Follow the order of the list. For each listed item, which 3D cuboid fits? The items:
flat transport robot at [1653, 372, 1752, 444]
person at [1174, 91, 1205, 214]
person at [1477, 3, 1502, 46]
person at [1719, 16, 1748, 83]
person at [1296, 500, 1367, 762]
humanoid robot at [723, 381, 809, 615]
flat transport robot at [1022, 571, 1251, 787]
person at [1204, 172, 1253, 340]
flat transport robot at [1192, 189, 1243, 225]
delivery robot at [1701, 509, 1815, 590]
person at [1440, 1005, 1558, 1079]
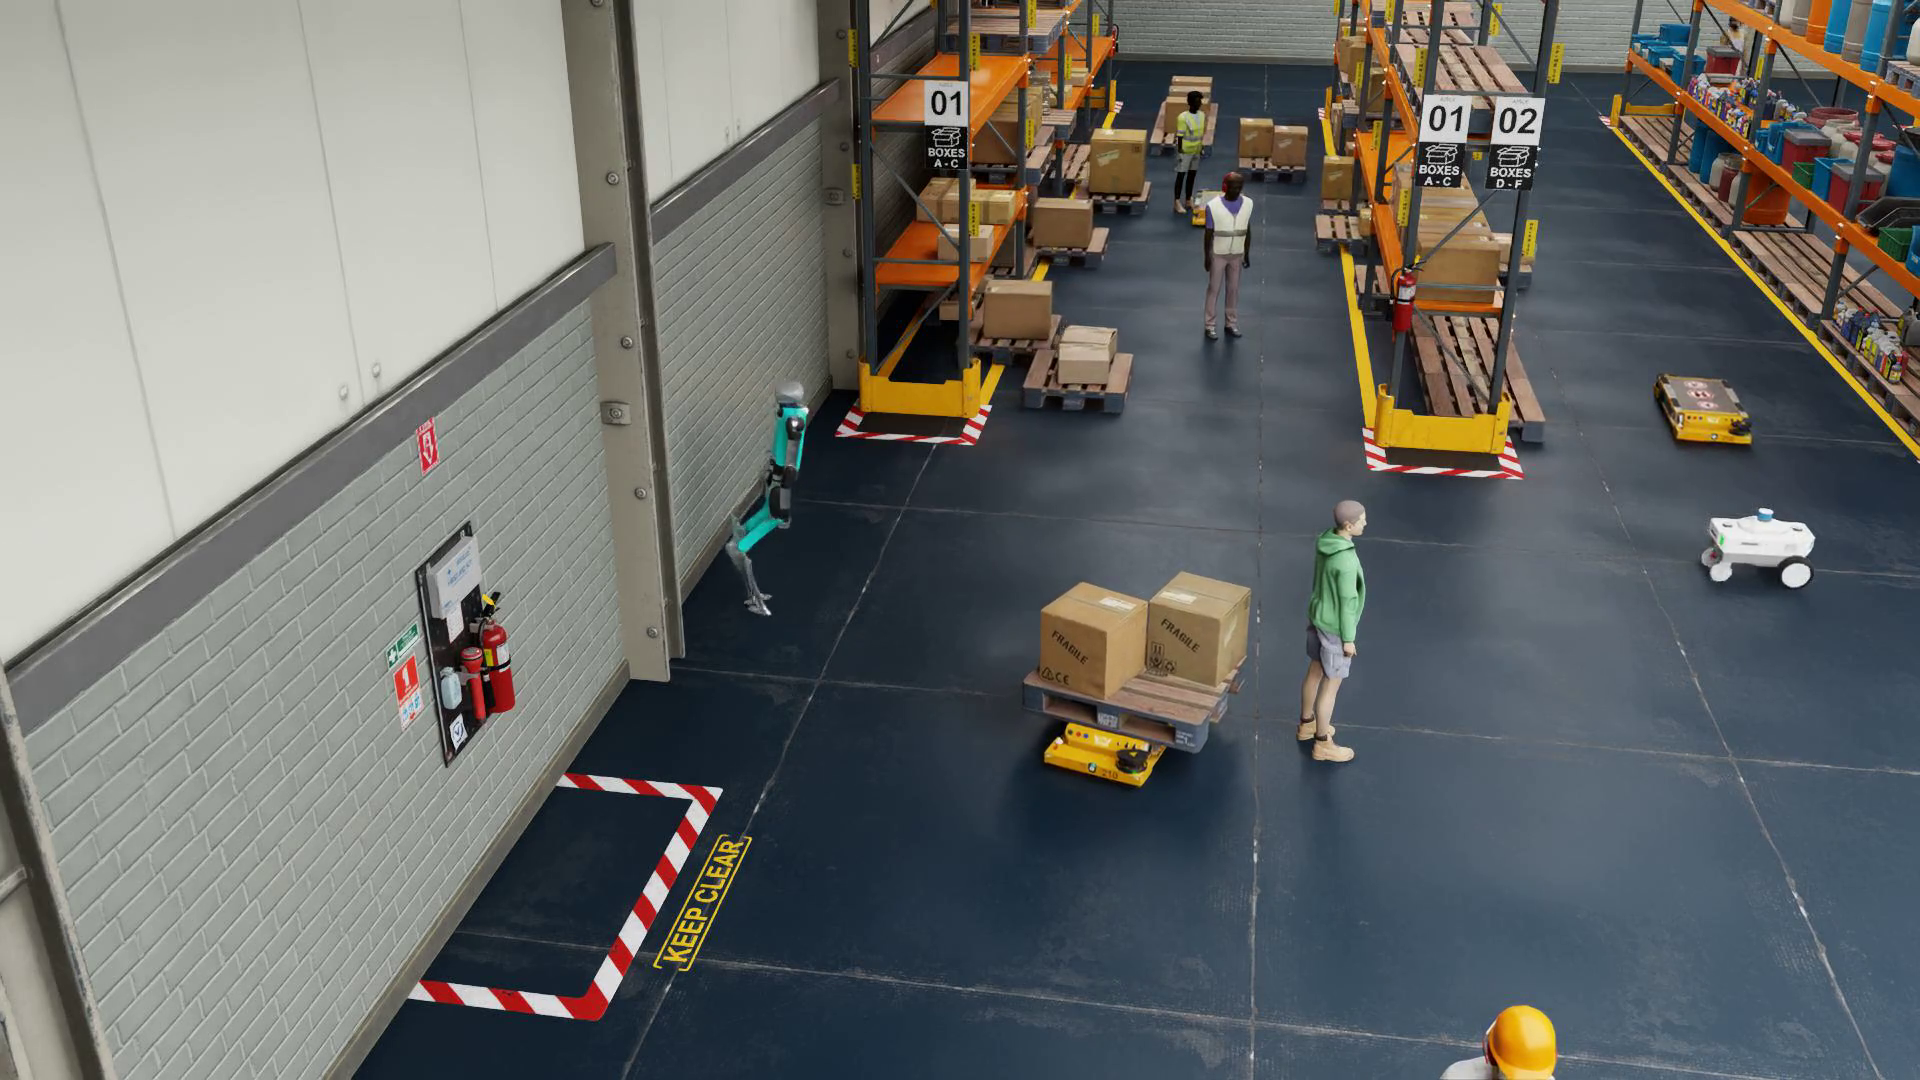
[{"bbox_3d":[7.172,-1.280,16.098,0.659,0.231,1.431,5,26,11],"label":"flat transport robot"},{"bbox_3d":[3.227,-5.445,23.328,0.529,1.691,0.321,-20,31,-36],"label":"person"},{"bbox_3d":[9.842,-9.277,31.499,0.791,1.718,0.556,4,25,9],"label":"person"},{"bbox_3d":[13.630,-8.386,29.468,0.620,1.830,0.378,-1,25,-2],"label":"person"},{"bbox_3d":[2.332,0.555,10.428,0.326,1.742,0.484,-4,25,-9],"label":"person"},{"bbox_3d":[-1.490,-0.294,12.243,0.809,1.754,0.537,-5,26,-11],"label":"humanoid robot"},{"bbox_3d":[1.133,1.127,10.946,0.659,0.231,1.431,12,27,23],"label":"flat transport robot"},{"bbox_3d":[2.905,-3.112,18.172,0.557,1.836,0.394,-8,26,-17],"label":"person"},{"bbox_3d":[3.621,-4.647,23.303,0.659,0.231,1.431,4,25,9],"label":"flat transport robot"},{"bbox_3d":[6.222,0.055,12.920,0.813,0.610,0.499,3,25,7],"label":"delivery robot"},{"bbox_3d":[1.953,2.475,6.152,0.569,1.889,0.389,8,26,17],"label":"person"}]
